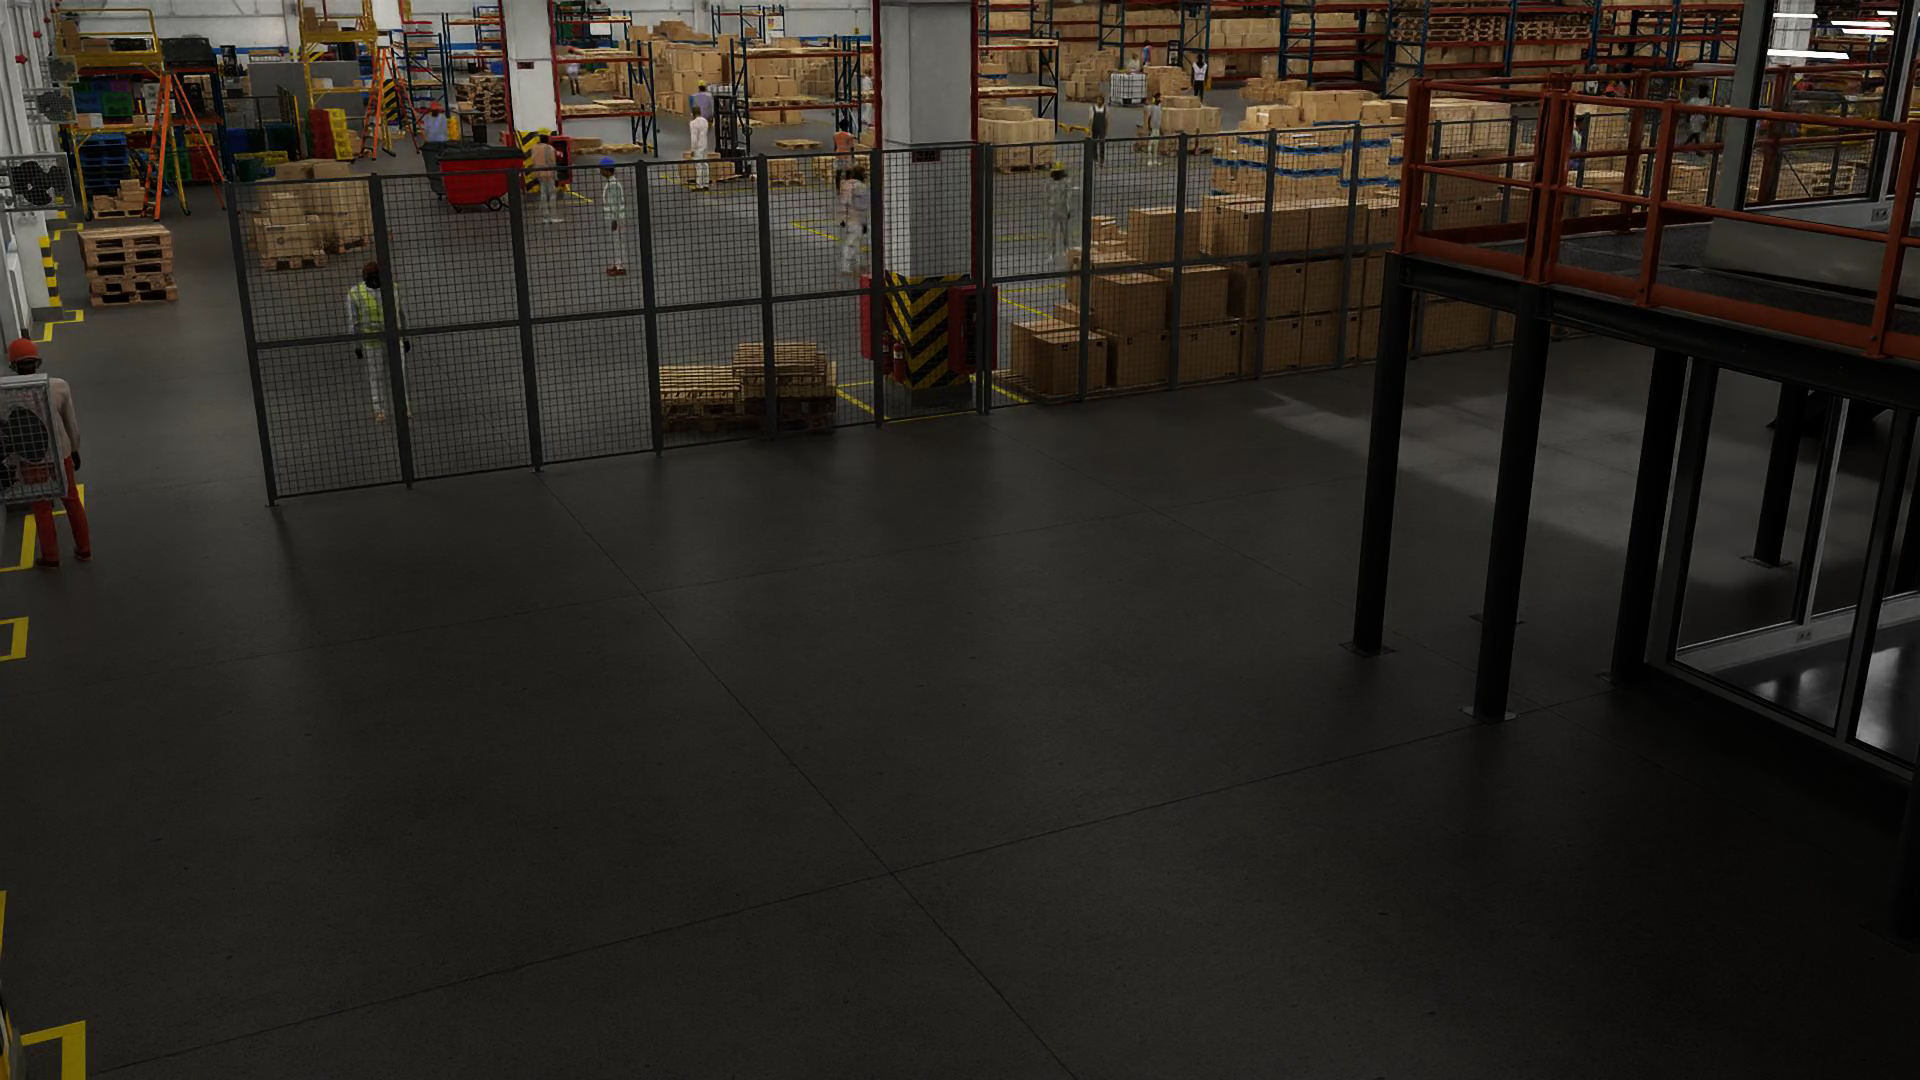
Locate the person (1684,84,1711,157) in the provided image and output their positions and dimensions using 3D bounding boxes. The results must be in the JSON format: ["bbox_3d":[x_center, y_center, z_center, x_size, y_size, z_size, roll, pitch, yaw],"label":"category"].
[{"bbox_3d":[20.048,-11.429,45.271,0.619,1.922,1.008,-7,20,-19],"label":"person"}]

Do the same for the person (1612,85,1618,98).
[{"bbox_3d":[17.759,-11.484,45.497,0.521,1.865,0.335,-8,21,-22],"label":"person"}]

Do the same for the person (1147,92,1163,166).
[{"bbox_3d":[5.048,-10.625,42.998,0.535,1.868,0.309,-17,26,-41],"label":"person"}]

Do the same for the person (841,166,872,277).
[{"bbox_3d":[-1.696,-5.321,27.740,0.887,1.787,0.725,-13,23,-33],"label":"person"}]

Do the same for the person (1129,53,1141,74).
[{"bbox_3d":[7.071,-18.915,67.432,0.525,1.599,0.839,-14,24,-36],"label":"person"}]

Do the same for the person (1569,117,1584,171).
[{"bbox_3d":[13.172,-8.121,35.665,0.376,1.915,0.600,14,24,35],"label":"person"}]

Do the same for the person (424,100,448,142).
[{"bbox_3d":[-12.532,-9.588,39.909,0.548,1.916,0.641,0,19,1],"label":"person"}]

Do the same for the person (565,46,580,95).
[{"bbox_3d":[-15.543,-18.814,66.644,0.567,1.926,0.400,-10,22,-28],"label":"person"}]

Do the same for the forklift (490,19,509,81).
[{"bbox_3d":[-18.941,-20.653,70.540,1.129,2.768,1.873,13,23,33],"label":"forklift"}]

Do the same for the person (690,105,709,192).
[{"bbox_3d":[-5.971,-8.942,38.018,0.373,1.937,0.630,7,20,20],"label":"person"}]

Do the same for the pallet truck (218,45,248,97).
[{"bbox_3d":[-28.879,-18.665,66.111,0.823,1.965,1.885,-3,19,-9],"label":"pallet truck"}]

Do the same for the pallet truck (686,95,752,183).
[{"bbox_3d":[-5.836,-9.608,39.856,0.823,1.965,1.885,10,22,27],"label":"pallet truck"}]

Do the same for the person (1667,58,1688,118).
[{"bbox_3d":[24.447,-15.422,56.727,0.608,1.987,0.388,6,20,16],"label":"person"}]

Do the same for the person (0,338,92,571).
[{"bbox_3d":[-7.784,-0.724,14.105,0.395,1.994,0.612,15,24,37],"label":"person"}]

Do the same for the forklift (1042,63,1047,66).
[{"bbox_3d":[5.099,-25.741,85.290,1.873,2.768,1.129,-9,21,-25],"label":"forklift"}]

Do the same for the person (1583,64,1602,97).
[{"bbox_3d":[19.816,-13.872,52.150,0.535,2.000,0.673,2,19,6],"label":"person"}]

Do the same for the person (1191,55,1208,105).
[{"bbox_3d":[8.738,-16.765,60.812,0.606,1.861,1.063,1,19,2],"label":"person"}]

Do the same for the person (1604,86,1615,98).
[{"bbox_3d":[17.364,-11.250,44.760,0.567,1.889,0.957,-8,21,-22],"label":"person"}]

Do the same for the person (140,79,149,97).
[{"bbox_3d":[-25.122,-13.428,51.482,0.515,1.634,0.314,9,21,24],"label":"person"}]

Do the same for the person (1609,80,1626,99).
[{"bbox_3d":[20.606,-13.775,52.298,0.531,1.749,0.613,4,20,13],"label":"person"}]

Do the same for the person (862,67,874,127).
[{"bbox_3d":[-2.966,-14.222,53.426,0.366,1.870,0.715,0,19,0],"label":"person"}]

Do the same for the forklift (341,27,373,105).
[{"bbox_3d":[-22.275,-17.346,60.954,1.873,2.768,1.129,-9,21,-25],"label":"forklift"}]

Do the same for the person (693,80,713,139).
[{"bbox_3d":[-7.227,-11.967,46.814,0.597,1.914,0.569,4,19,11],"label":"person"}]

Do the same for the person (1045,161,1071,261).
[{"bbox_3d":[1.727,-5.815,29.279,0.485,1.713,0.831,4,19,11],"label":"person"}]

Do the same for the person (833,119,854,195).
[{"bbox_3d":[-2.606,-8.618,37.460,0.531,1.690,0.322,8,21,23],"label":"person"}]

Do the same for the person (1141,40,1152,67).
[{"bbox_3d":[8.285,-21.301,73.987,0.429,1.843,0.633,8,21,23],"label":"person"}]

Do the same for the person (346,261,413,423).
[{"bbox_3d":[-6.528,-2.240,18.757,0.641,1.829,0.429,-12,22,-31],"label":"person"}]

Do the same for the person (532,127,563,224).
[{"bbox_3d":[-8.254,-7.284,33.243,0.610,1.914,0.526,10,21,27],"label":"person"}]

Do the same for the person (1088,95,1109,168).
[{"bbox_3d":[3.557,-10.538,42.868,0.538,1.796,0.980,1,19,2],"label":"person"}]

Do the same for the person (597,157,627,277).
[{"bbox_3d":[-5.772,-5.366,27.633,0.406,1.945,0.613,-6,20,-16],"label":"person"}]

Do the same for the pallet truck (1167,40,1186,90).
[{"bbox_3d":[9.045,-19.971,69.895,0.823,1.965,1.885,-3,19,-8],"label":"pallet truck"}]

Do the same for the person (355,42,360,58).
[{"bbox_3d":[-27.977,-22.405,77.048,0.627,1.934,0.372,16,25,39],"label":"person"}]

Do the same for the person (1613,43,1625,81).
[{"bbox_3d":[29.614,-21.472,74.765,0.873,1.654,0.551,13,23,34],"label":"person"}]
